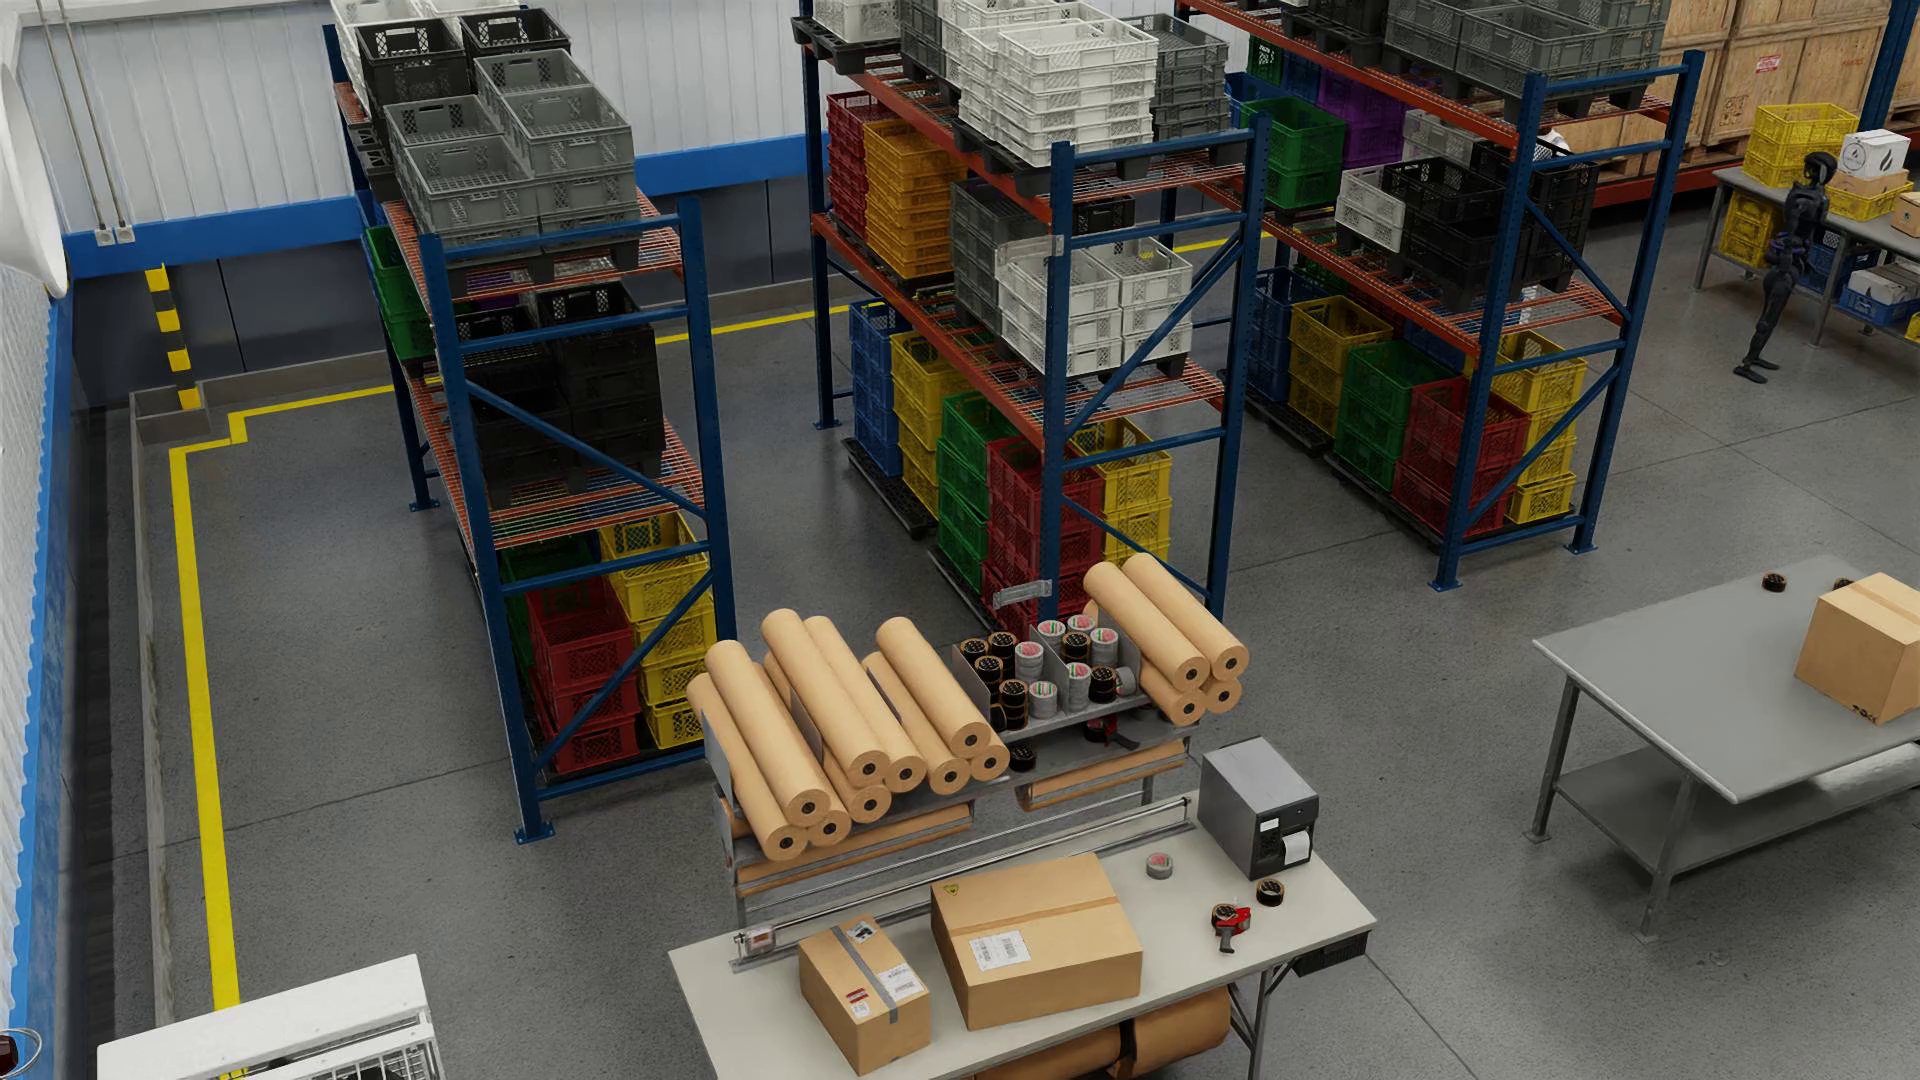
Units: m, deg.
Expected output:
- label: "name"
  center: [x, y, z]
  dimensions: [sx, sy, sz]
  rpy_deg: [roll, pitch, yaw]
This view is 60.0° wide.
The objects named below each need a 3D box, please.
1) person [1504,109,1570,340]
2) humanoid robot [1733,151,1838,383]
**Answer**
- label: "person"
  center: [4.189, -2.416, 12.354]
  dimensions: [0.355, 1.884, 0.574]
  rpy_deg: [-10, 33, -16]
- label: "humanoid robot"
  center: [5.872, -1.942, 11.769]
  dimensions: [0.320, 1.657, 0.611]
  rpy_deg: [24, 39, 33]
